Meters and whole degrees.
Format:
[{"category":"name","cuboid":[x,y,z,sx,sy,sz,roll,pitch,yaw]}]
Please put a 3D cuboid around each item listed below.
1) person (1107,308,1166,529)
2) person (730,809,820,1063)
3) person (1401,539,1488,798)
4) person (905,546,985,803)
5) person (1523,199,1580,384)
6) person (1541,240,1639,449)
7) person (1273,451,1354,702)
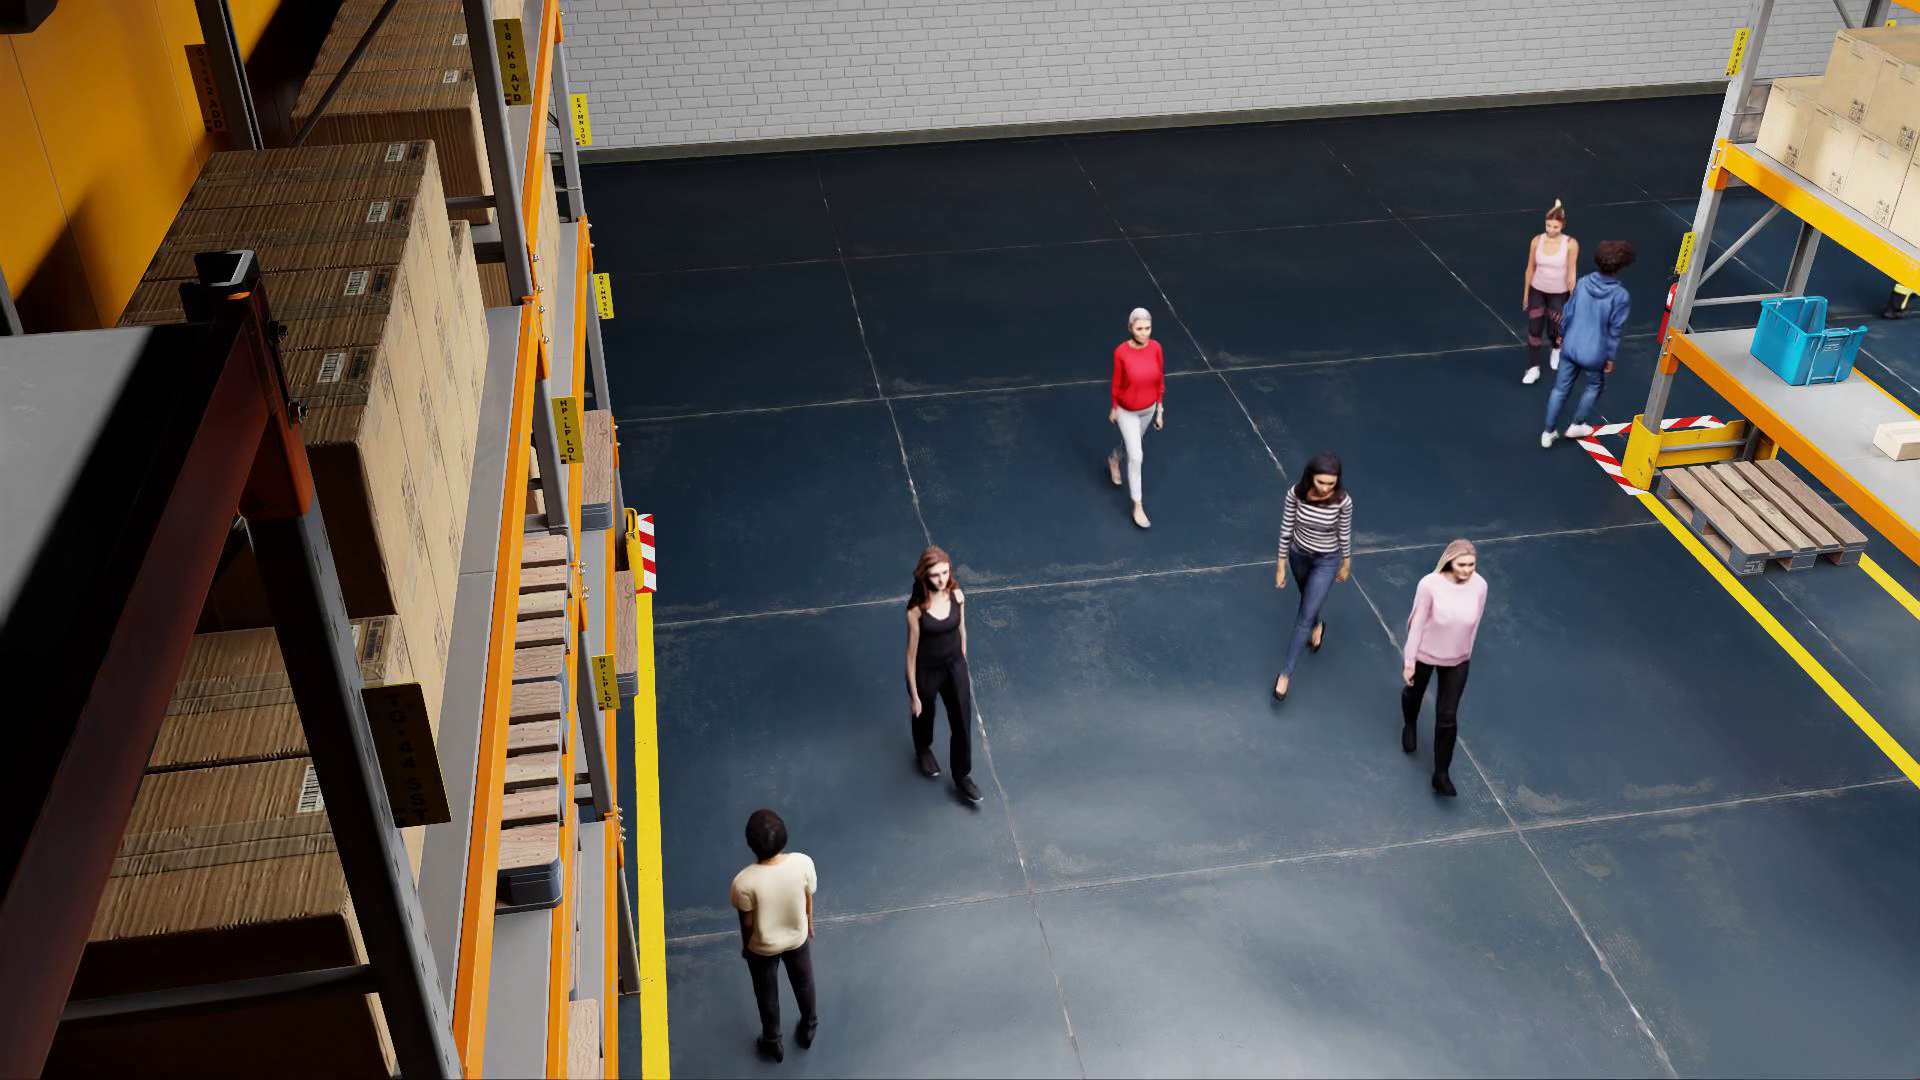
[{"category":"person","cuboid":[1.306,-1.011,12.678,0.656,1.657,1.143,-10,35,-14]},{"category":"person","cuboid":[-0.907,1.970,8.256,0.644,1.588,0.575,-16,37,-22]},{"category":"person","cuboid":[2.891,0.660,10.170,0.762,1.649,1.086,2,34,3]},{"category":"person","cuboid":[-0.192,0.726,10.004,0.796,1.723,0.963,-17,37,-24]},{"category":"person","cuboid":[5.138,-2.179,14.440,0.866,1.652,0.930,17,37,24]},{"category":"person","cuboid":[4.995,-1.517,13.322,0.992,1.787,0.905,-27,42,-35]},{"category":"person","cuboid":[2.319,0.132,10.894,1.021,1.728,1.194,13,36,18]}]
